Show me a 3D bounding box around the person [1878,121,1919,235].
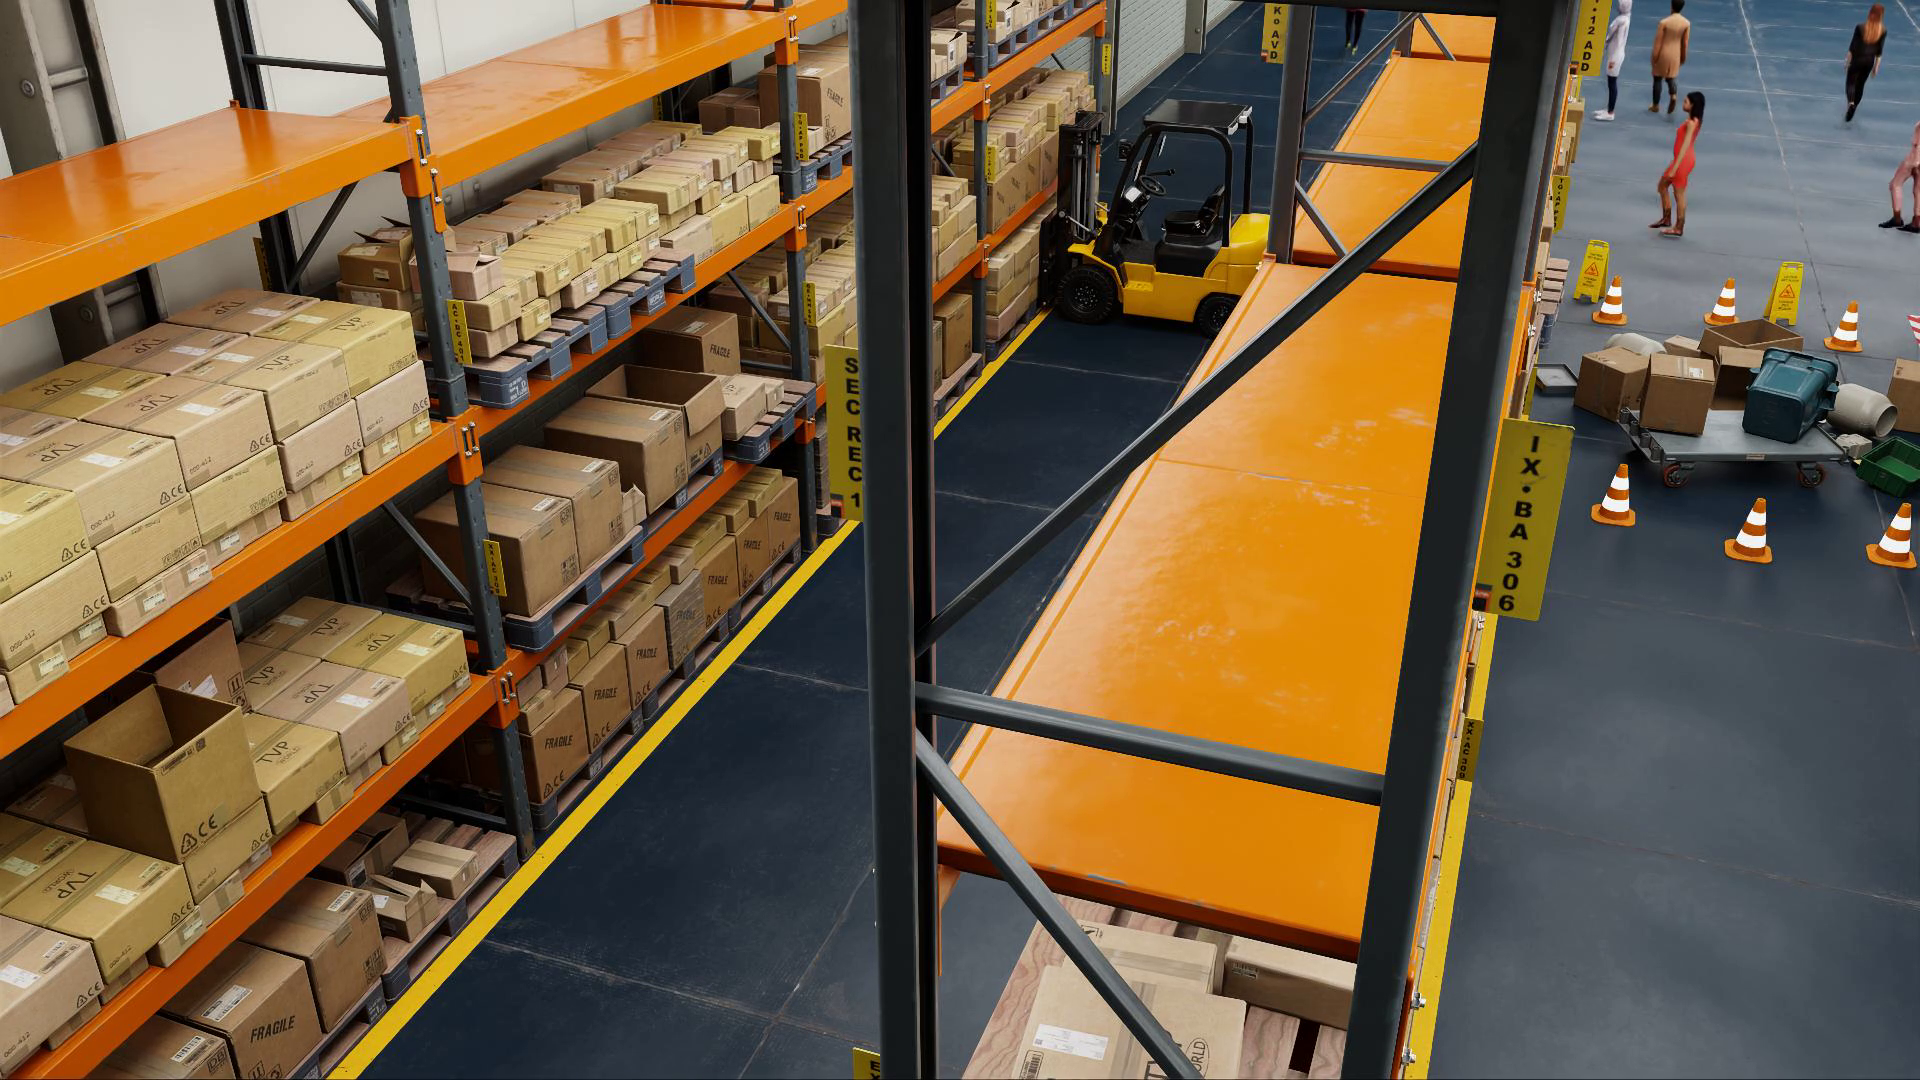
[{"bbox_3d":[11.495,-4.474,19.754,0.750,1.705,0.829,-20,34,-33],"label":"person"}]

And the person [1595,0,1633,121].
[{"bbox_3d":[9.749,-7.158,24.720,0.669,1.775,0.462,10,30,18],"label":"person"}]

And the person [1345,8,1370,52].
[{"bbox_3d":[6.938,-9.350,29.091,0.565,1.535,0.626,9,29,16],"label":"person"}]

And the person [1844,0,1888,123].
[{"bbox_3d":[13.301,-7.004,24.517,0.650,1.693,1.016,8,29,14],"label":"person"}]

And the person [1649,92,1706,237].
[{"bbox_3d":[8.625,-4.418,19.648,0.654,1.707,0.552,7,29,14],"label":"person"}]

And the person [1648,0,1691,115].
[{"bbox_3d":[10.642,-7.235,24.934,0.823,1.710,0.993,1,28,2],"label":"person"}]
